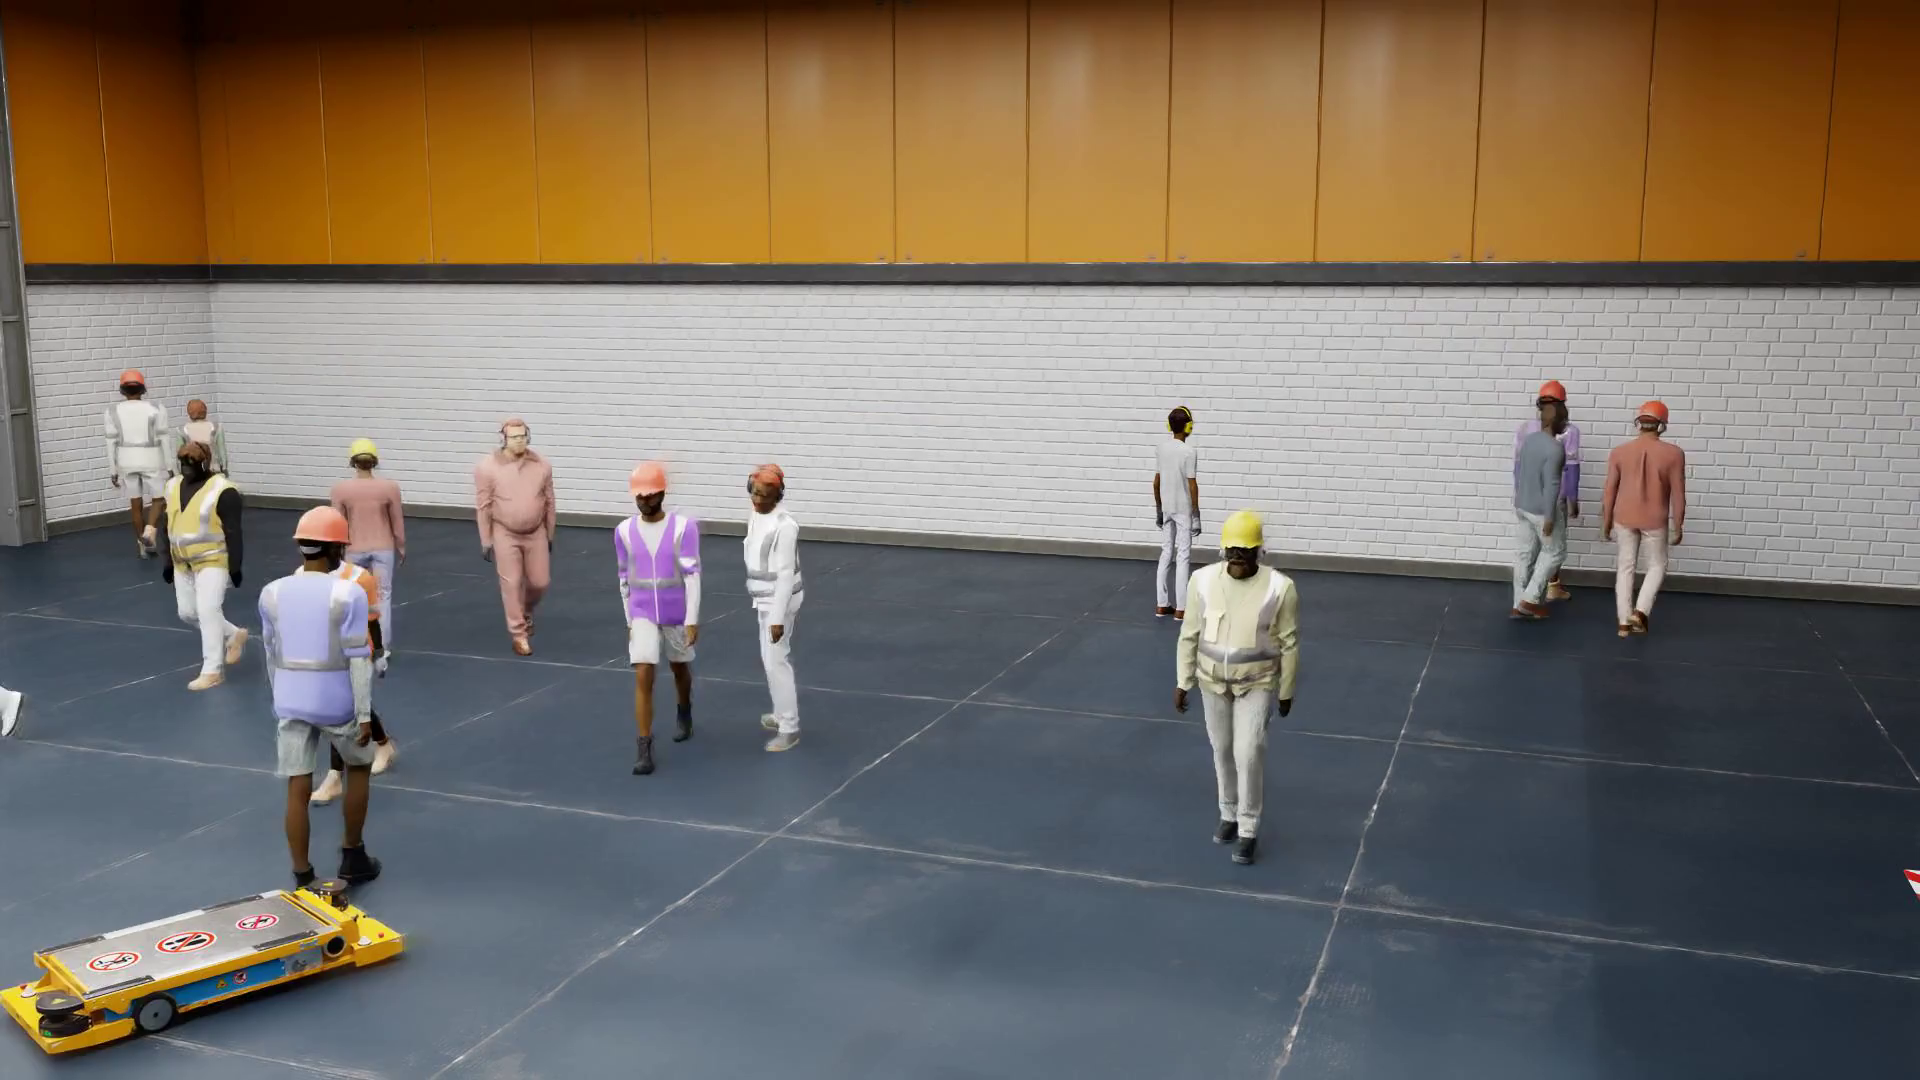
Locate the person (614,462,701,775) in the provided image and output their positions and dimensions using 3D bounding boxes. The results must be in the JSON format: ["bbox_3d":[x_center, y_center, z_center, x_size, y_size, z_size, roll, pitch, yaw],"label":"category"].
[{"bbox_3d":[-1.871,0.431,10.405,0.542,1.887,1.026,0,9,-1],"label":"person"}]

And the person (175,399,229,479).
[{"bbox_3d":[-8.459,-0.762,18.568,0.534,1.622,0.372,-4,10,-22],"label":"person"}]

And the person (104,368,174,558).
[{"bbox_3d":[-8.617,-0.784,17.462,0.635,2.029,0.639,-3,10,-16],"label":"person"}]

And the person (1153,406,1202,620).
[{"bbox_3d":[1.917,-0.233,14.544,0.319,1.870,0.532,-7,12,-37],"label":"person"}]

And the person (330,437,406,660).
[{"bbox_3d":[-4.613,0.077,12.997,0.543,1.756,0.365,-3,10,-20],"label":"person"}]

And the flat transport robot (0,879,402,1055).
[{"bbox_3d":[-3.196,1.770,7.059,1.431,0.197,0.652,-9,13,-44],"label":"flat transport robot"}]

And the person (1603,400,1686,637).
[{"bbox_3d":[5.673,-0.167,13.805,0.653,1.973,0.498,6,11,31],"label":"person"}]

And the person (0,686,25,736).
[{"bbox_3d":[-6.473,0.384,10.612,0.744,1.907,0.591,-3,10,-20],"label":"person"}]

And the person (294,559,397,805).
[{"bbox_3d":[-3.601,0.651,9.749,0.542,1.642,0.857,3,10,21],"label":"person"}]

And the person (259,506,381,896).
[{"bbox_3d":[-3.089,0.790,8.068,0.566,1.901,0.680,0,9,2],"label":"person"}]

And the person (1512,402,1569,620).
[{"bbox_3d":[5.041,-0.239,14.433,0.425,1.918,0.667,-2,9,-9],"label":"person"}]

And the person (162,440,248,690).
[{"bbox_3d":[-5.529,0.155,12.287,0.630,1.820,0.673,3,10,21],"label":"person"}]

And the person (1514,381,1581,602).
[{"bbox_3d":[5.406,-0.438,15.328,0.471,2.035,0.642,-9,13,-44],"label":"person"}]

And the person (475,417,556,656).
[{"bbox_3d":[-3.546,-0.043,13.305,0.649,1.890,0.564,-6,11,-32],"label":"person"}]

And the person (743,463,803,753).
[{"bbox_3d":[-1.185,0.411,10.628,0.404,1.847,0.747,-4,10,-23],"label":"person"}]

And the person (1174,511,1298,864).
[{"bbox_3d":[1.407,0.754,8.625,0.595,1.806,0.707,5,10,27],"label":"person"}]
